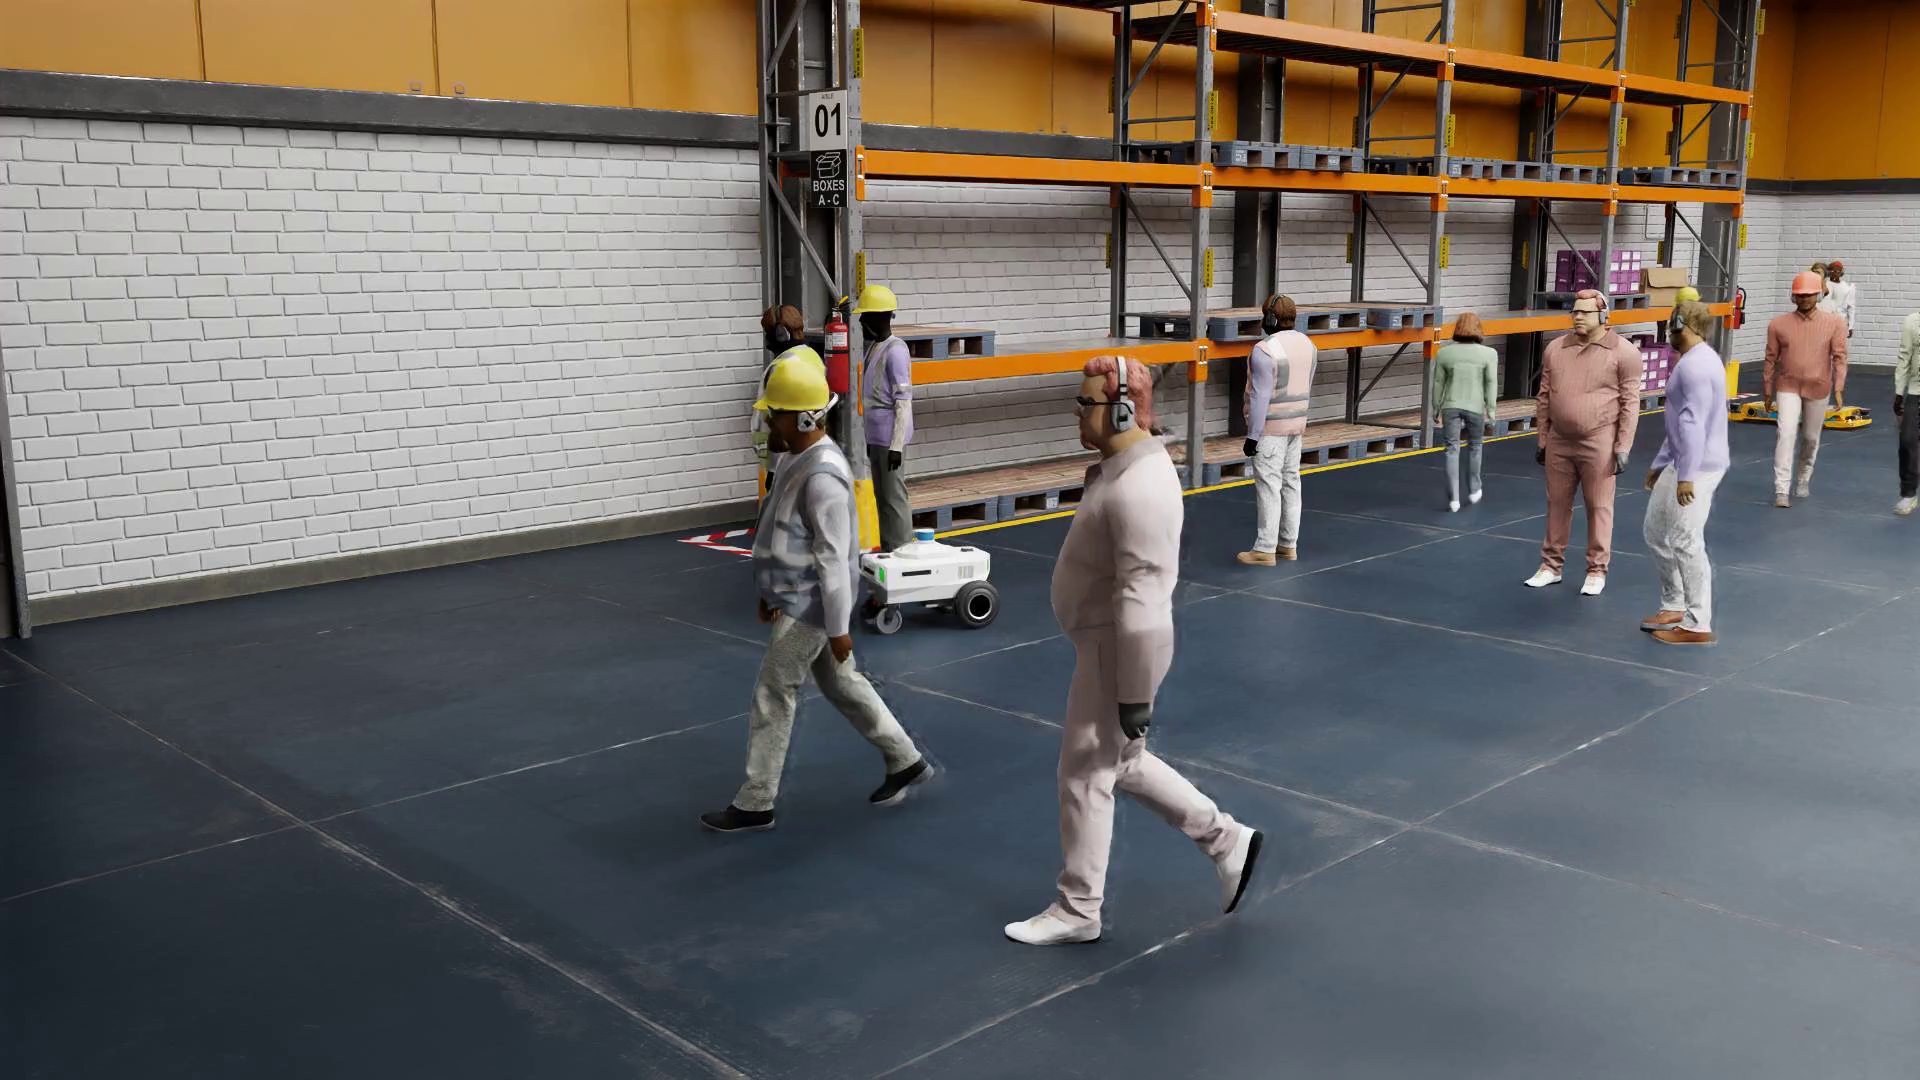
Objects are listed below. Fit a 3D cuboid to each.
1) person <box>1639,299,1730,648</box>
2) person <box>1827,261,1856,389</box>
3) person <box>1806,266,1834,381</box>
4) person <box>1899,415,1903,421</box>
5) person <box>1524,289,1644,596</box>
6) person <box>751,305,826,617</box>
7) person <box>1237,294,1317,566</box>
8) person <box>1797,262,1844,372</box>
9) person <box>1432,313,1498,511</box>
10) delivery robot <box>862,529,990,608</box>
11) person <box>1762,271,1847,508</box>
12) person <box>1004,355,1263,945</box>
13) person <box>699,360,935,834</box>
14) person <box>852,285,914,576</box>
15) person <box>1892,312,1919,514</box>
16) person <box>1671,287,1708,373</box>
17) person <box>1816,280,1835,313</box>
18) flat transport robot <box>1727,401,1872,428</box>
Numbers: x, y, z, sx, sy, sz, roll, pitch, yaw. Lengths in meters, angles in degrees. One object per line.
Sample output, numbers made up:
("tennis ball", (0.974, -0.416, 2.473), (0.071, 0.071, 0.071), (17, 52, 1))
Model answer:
("person", (4.023, -0.379, 9.212), (0.431, 1.896, 0.660), (4, 11, 21))
("person", (12.750, -3.132, 24.338), (0.588, 1.865, 0.403), (5, 12, 26))
("person", (12.273, -3.021, 23.874), (0.685, 1.805, 0.602), (2, 11, 9))
("person", (10.819, -1.979, 18.185), (0.785, 1.820, 0.642), (-1, 10, -6))
("person", (3.898, -0.609, 10.433), (0.399, 1.909, 0.642), (-10, 14, -43))
("person", (-1.017, -0.464, 9.835), (0.429, 1.839, 0.623), (2, 11, 11))
("person", (2.146, -0.747, 11.362), (0.429, 1.844, 0.627), (10, 14, 43))
("person", (12.097, -2.970, 23.449), (0.633, 1.888, 1.045), (10, 14, 43))
("person", (4.170, -1.068, 13.736), (0.527, 1.597, 0.775), (4, 11, 23))
("delivery robot", (-0.199, 0.179, 9.565), (0.707, 0.478, 0.477), (-4, 11, -23))
("person", (7.076, -1.279, 13.970), (0.614, 1.956, 0.976), (5, 11, 23))
("person", (0.556, 0.358, 5.218), (0.749, 1.883, 0.650), (1, 10, 8))
("person", (-0.520, 0.205, 6.318), (0.910, 1.795, 0.595), (-2, 11, -10))
("person", (-0.497, -0.669, 10.701), (0.387, 1.926, 0.591), (-3, 11, -18))
("person", (7.758, -1.155, 13.210), (0.640, 1.969, 0.602), (8, 13, 37))
("person", (7.535, -1.751, 17.189), (0.376, 1.712, 0.596), (8, 13, 38))
("person", (12.001, -2.831, 23.348), (0.519, 1.616, 0.591), (1, 10, 4))
("flat transport robot", (9.965, -1.504, 19.772), (0.652, 0.197, 1.431), (-10, 14, -44))
